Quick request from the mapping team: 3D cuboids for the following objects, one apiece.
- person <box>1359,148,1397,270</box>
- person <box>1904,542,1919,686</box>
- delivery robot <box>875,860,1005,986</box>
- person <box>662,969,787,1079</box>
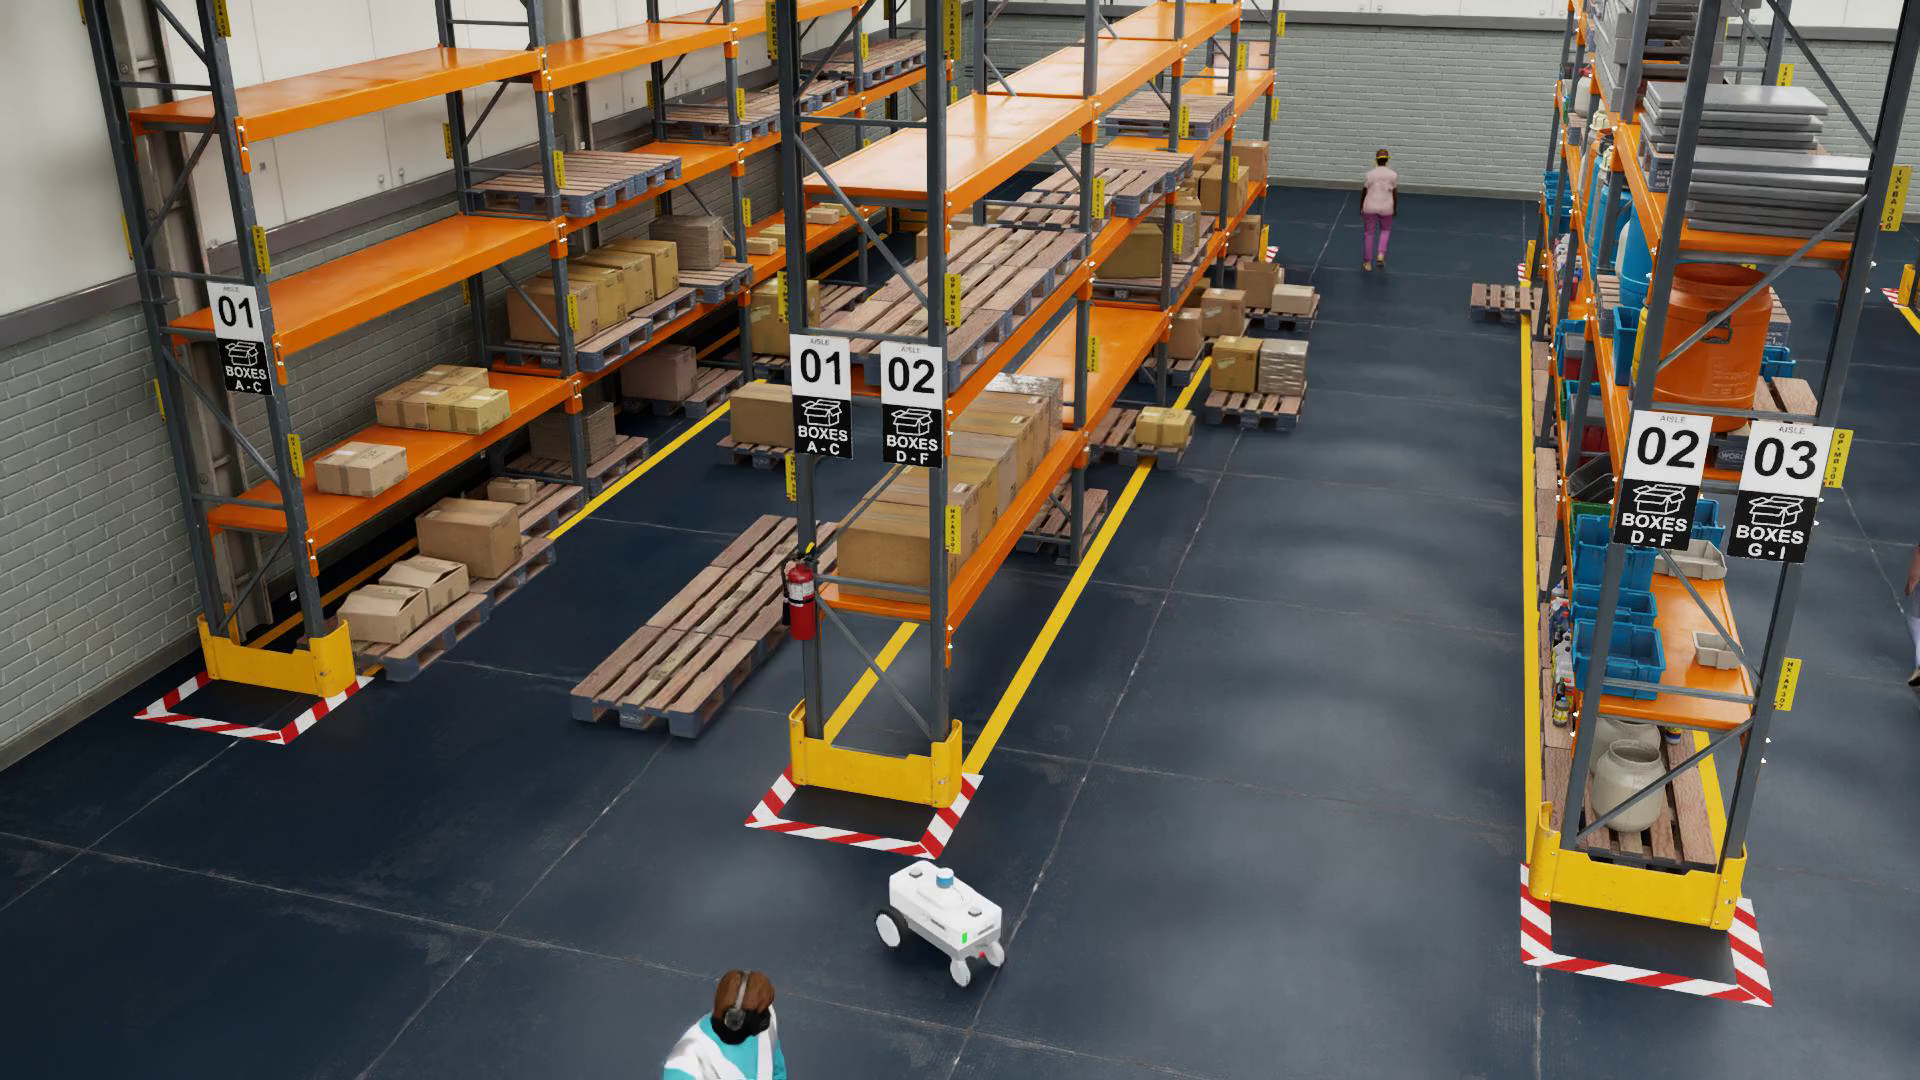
[{"bbox_3d":[6.178,-4.882,24.571,0.544,1.784,0.413,5,24,11],"label":"person"},{"bbox_3d":[7.427,0.336,12.516,0.536,1.748,0.443,5,24,11],"label":"person"},{"bbox_3d":[-0.097,2.189,9.733,0.499,0.593,0.789,-20,30,-38],"label":"delivery robot"},{"bbox_3d":[-0.991,2.609,7.190,0.806,1.799,0.645,11,26,24],"label":"person"}]
